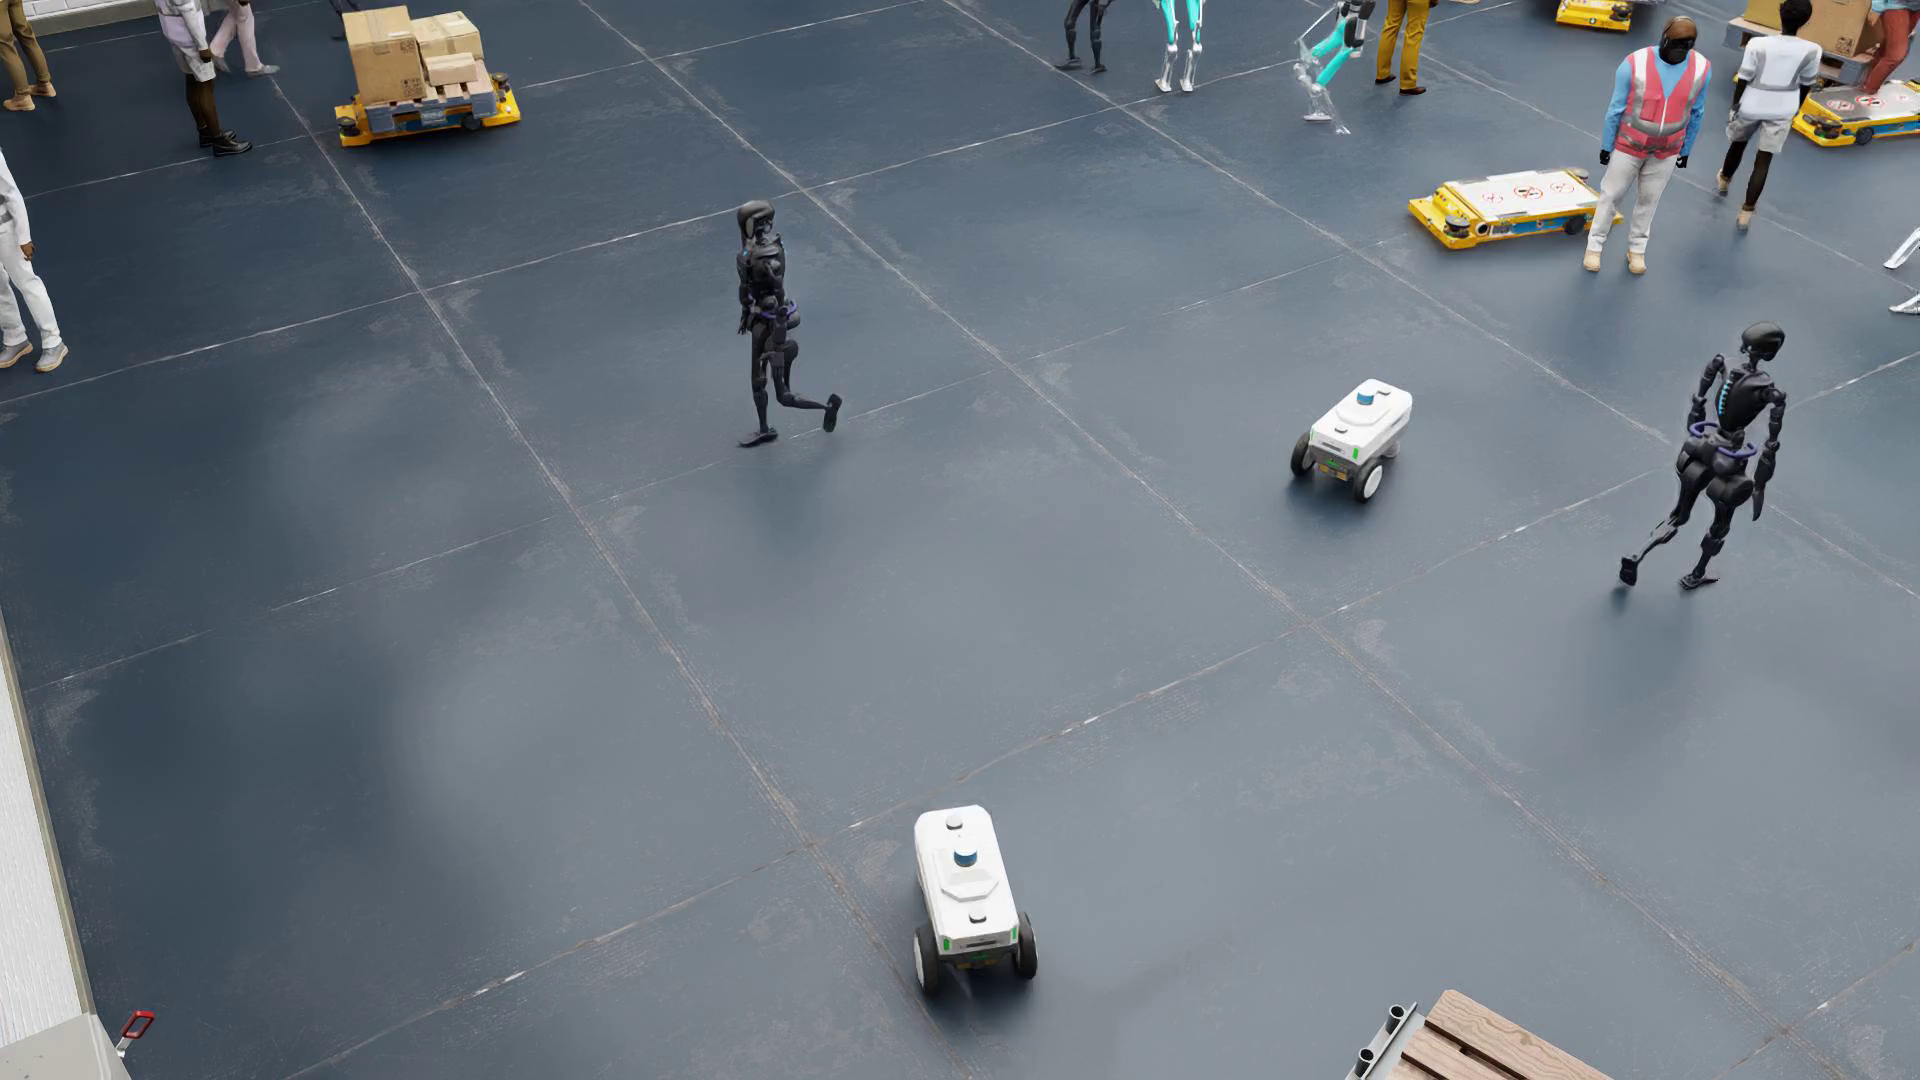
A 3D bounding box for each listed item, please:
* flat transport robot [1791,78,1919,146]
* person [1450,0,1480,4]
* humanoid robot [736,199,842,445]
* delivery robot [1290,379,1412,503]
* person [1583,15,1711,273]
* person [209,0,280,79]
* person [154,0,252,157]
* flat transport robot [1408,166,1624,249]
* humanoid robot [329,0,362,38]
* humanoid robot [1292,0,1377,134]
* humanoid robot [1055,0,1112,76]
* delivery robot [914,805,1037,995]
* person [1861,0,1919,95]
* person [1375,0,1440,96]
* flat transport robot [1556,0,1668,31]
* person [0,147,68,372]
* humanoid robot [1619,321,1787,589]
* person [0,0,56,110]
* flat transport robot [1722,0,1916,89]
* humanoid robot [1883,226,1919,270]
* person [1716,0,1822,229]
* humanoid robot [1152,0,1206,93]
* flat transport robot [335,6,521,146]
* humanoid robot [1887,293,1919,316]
[{"bbox_3d":[7.557,-3.534,13.751,1.431,0.231,0.659,-9,39,-11],"label":"flat transport robot"},{"bbox_3d":[4.852,-6.021,15.592,0.356,1.882,0.573,5,39,7],"label":"person"},{"bbox_3d":[-1.055,-1.294,9.798,0.633,1.635,0.586,-20,42,-23],"label":"humanoid robot"},{"bbox_3d":[2.353,-0.628,9.849,0.499,0.588,0.760,27,46,30],"label":"delivery robot"},{"bbox_3d":[4.736,-2.714,11.458,0.637,1.839,0.430,4,39,5],"label":"person"},{"bbox_3d":[-6.220,-4.729,14.012,0.513,1.813,0.612,-30,47,-32],"label":"person"},{"bbox_3d":[-5.984,-3.940,12.922,0.358,1.938,0.544,-30,47,-32],"label":"person"},{"bbox_3d":[4.156,-2.487,12.429,1.431,0.231,0.659,-10,39,-12],"label":"flat transport robot"},{"bbox_3d":[-5.625,-5.362,14.930,0.400,1.642,0.611,-19,42,-22],"label":"humanoid robot"},{"bbox_3d":[2.954,-4.053,13.229,0.755,1.796,0.547,-1,38,-1],"label":"humanoid robot"},{"bbox_3d":[1.111,-4.743,14.151,0.425,1.649,0.600,-18,42,-22],"label":"humanoid robot"},{"bbox_3d":[0.024,1.508,7.134,0.499,0.565,0.745,-7,39,-9],"label":"delivery robot"},{"bbox_3d":[7.666,-4.289,13.428,0.556,1.848,0.616,-16,41,-19],"label":"person"},{"bbox_3d":[3.796,-4.622,13.927,0.345,1.755,0.525,-22,43,-25],"label":"person"},{"bbox_3d":[6.111,-5.240,15.903,0.659,0.231,1.431,13,40,16],"label":"flat transport robot"},{"bbox_3d":[-6.093,-1.924,10.421,0.573,1.882,0.361,7,39,9],"label":"person"},{"bbox_3d":[3.910,-0.394,8.660,0.591,1.636,0.590,-17,41,-20],"label":"humanoid robot"},{"bbox_3d":[-7.901,-4.435,13.689,0.368,1.761,0.523,7,39,9],"label":"person"},{"bbox_3d":[7.448,-4.178,14.564,1.431,0.231,0.659,-29,47,-32],"label":"flat transport robot"},{"bbox_3d":[7.055,-2.694,11.533,0.886,1.787,0.584,-14,41,-17],"label":"humanoid robot"},{"bbox_3d":[5.911,-3.177,12.183,0.533,1.653,0.844,15,41,18],"label":"person"},{"bbox_3d":[1.859,-4.539,13.781,0.530,1.729,0.695,-4,39,-4],"label":"humanoid robot"},{"bbox_3d":[-4.426,-3.577,13.806,1.431,0.231,0.659,-13,40,-16],"label":"flat transport robot"},{"bbox_3d":[6.830,-2.207,10.910,0.970,1.748,0.551,-6,39,-8],"label":"humanoid robot"}]
